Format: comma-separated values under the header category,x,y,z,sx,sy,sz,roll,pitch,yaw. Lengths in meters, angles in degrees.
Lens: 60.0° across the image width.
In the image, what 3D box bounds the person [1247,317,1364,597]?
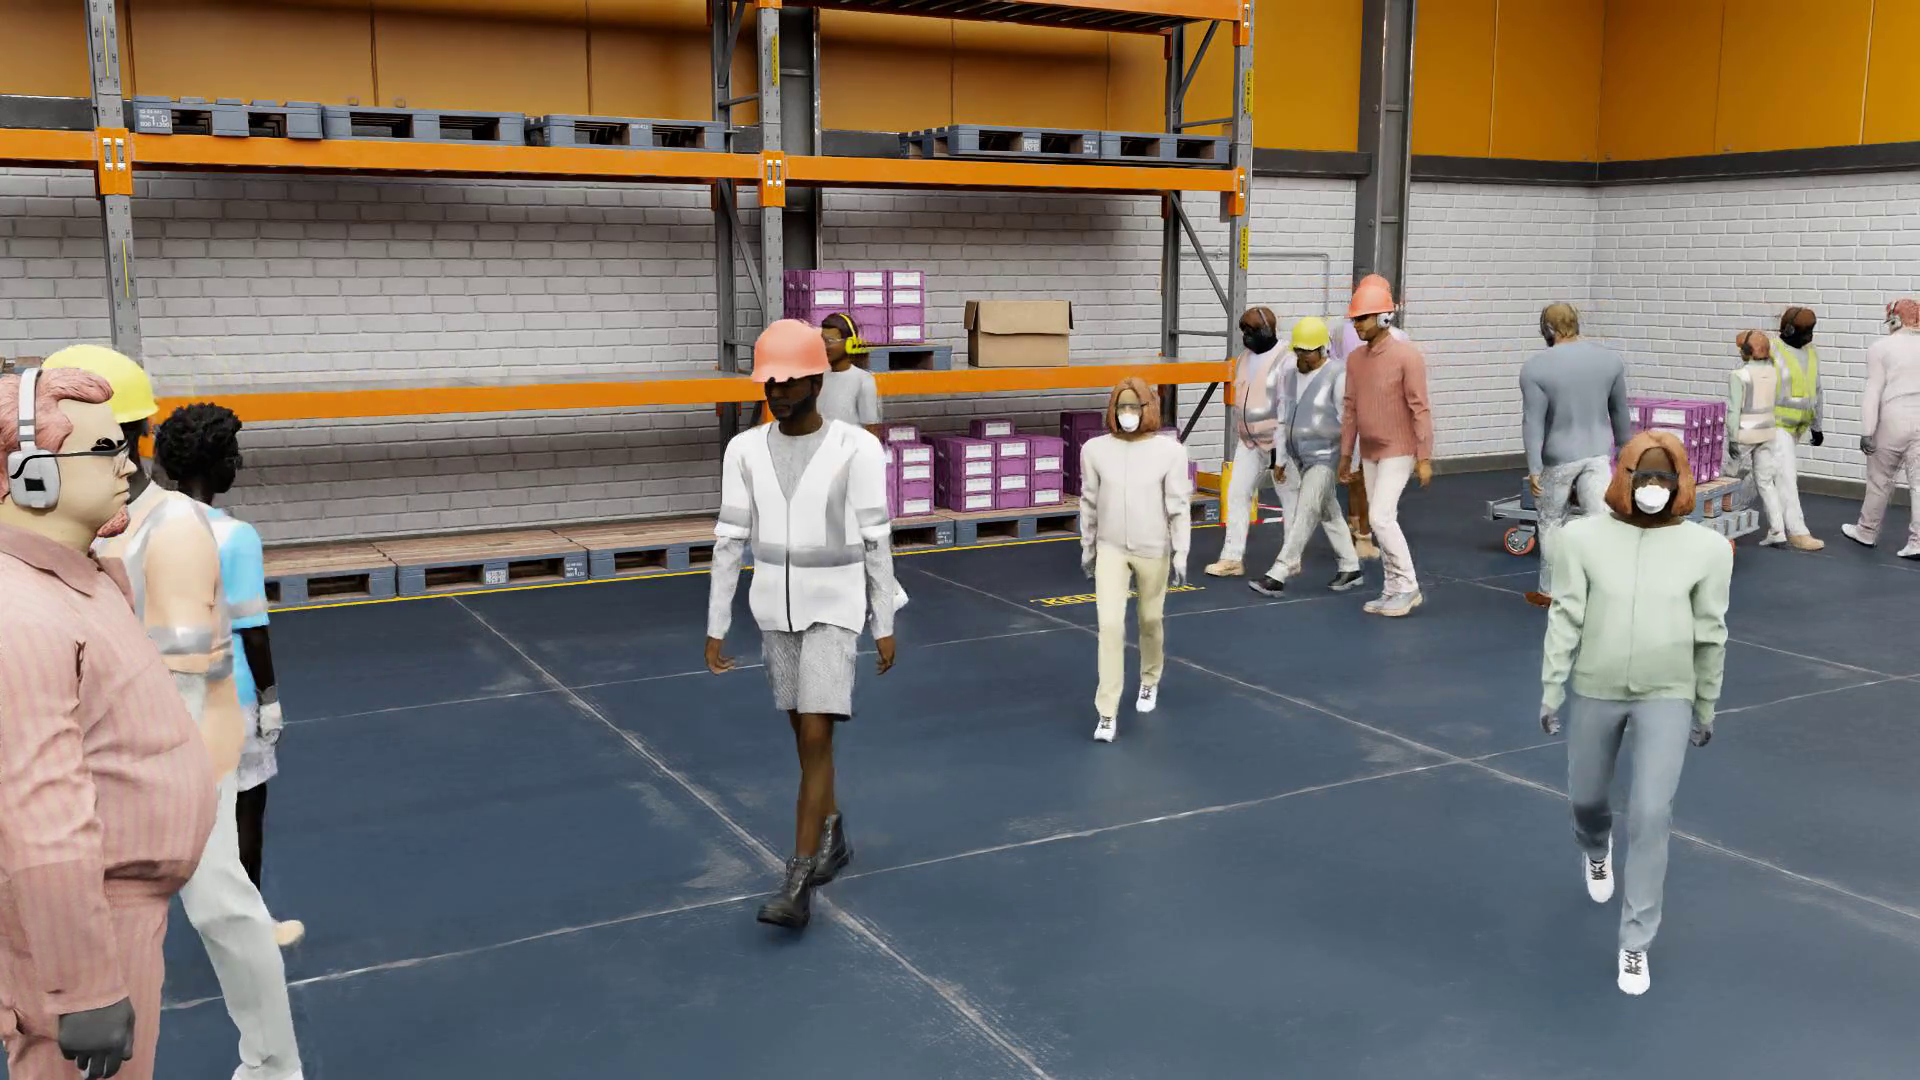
category,x,y,z,sx,sy,sz,roll,pitch,yaw
person,2.232,-0.516,10.473,0.929,1.760,0.603,-4,10,-23

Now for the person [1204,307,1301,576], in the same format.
category,x,y,z,sx,sy,sz,roll,pitch,yaw
person,1.986,-0.630,11.028,0.820,1.798,0.656,-6,11,-34

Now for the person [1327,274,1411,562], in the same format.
category,x,y,z,sx,sy,sz,roll,pitch,yaw
person,2.900,-0.856,11.749,0.643,2.017,0.529,7,12,38

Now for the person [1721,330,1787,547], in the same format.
category,x,y,z,sx,sy,sz,roll,pitch,yaw
person,5.879,-0.756,12.387,0.521,1.610,0.736,-3,10,-18

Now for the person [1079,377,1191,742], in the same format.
category,x,y,z,sx,sy,sz,roll,pitch,yaw
person,0.786,0.057,7.497,0.514,1.587,0.850,2,10,14

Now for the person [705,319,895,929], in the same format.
category,x,y,z,sx,sy,sz,roll,pitch,yaw
person,-0.554,0.261,5.300,0.576,1.896,0.915,3,10,20

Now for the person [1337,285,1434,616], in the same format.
category,x,y,z,sx,sy,sz,roll,pitch,yaw
person,2.505,-0.517,9.860,0.544,1.961,0.637,-4,10,-21

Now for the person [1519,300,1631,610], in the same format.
category,x,y,z,sx,sy,sz,roll,pitch,yaw
person,3.638,-0.446,9.689,0.742,1.886,0.961,-1,9,-5

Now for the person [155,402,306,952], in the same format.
category,x,y,z,sx,sy,sz,roll,pitch,yaw
person,-2.203,0.444,4.826,0.551,1.684,0.480,5,11,28

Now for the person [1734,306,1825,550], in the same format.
category,x,y,z,sx,sy,sz,roll,pitch,yaw
person,6.149,-0.868,12.537,0.654,1.794,0.974,-5,10,-26

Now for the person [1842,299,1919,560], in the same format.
category,x,y,z,sx,sy,sz,roll,pitch,yaw
person,6.755,-0.802,11.974,0.656,1.841,0.987,1,9,3

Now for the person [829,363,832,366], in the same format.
category,x,y,z,sx,sy,sz,roll,pitch,yaw
person,-0.836,-0.432,10.378,0.524,1.618,0.549,4,10,25

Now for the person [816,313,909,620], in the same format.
category,x,y,z,sx,sy,sz,roll,pitch,yaw
person,-0.649,-0.385,9.500,0.975,1.827,0.520,-7,12,-37

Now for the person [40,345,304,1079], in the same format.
category,x,y,z,sx,sy,sz,roll,pitch,yaw
person,-1.935,0.516,3.772,0.611,1.888,0.871,8,12,40

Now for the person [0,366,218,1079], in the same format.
category,x,y,z,sx,sy,sz,roll,pitch,yaw
person,-1.489,0.659,2.867,0.410,1.909,0.643,-5,10,-27

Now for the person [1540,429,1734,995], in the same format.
category,x,y,z,sx,sy,sz,roll,pitch,yaw
person,2.019,0.458,4.999,0.503,1.613,0.737,4,10,23
